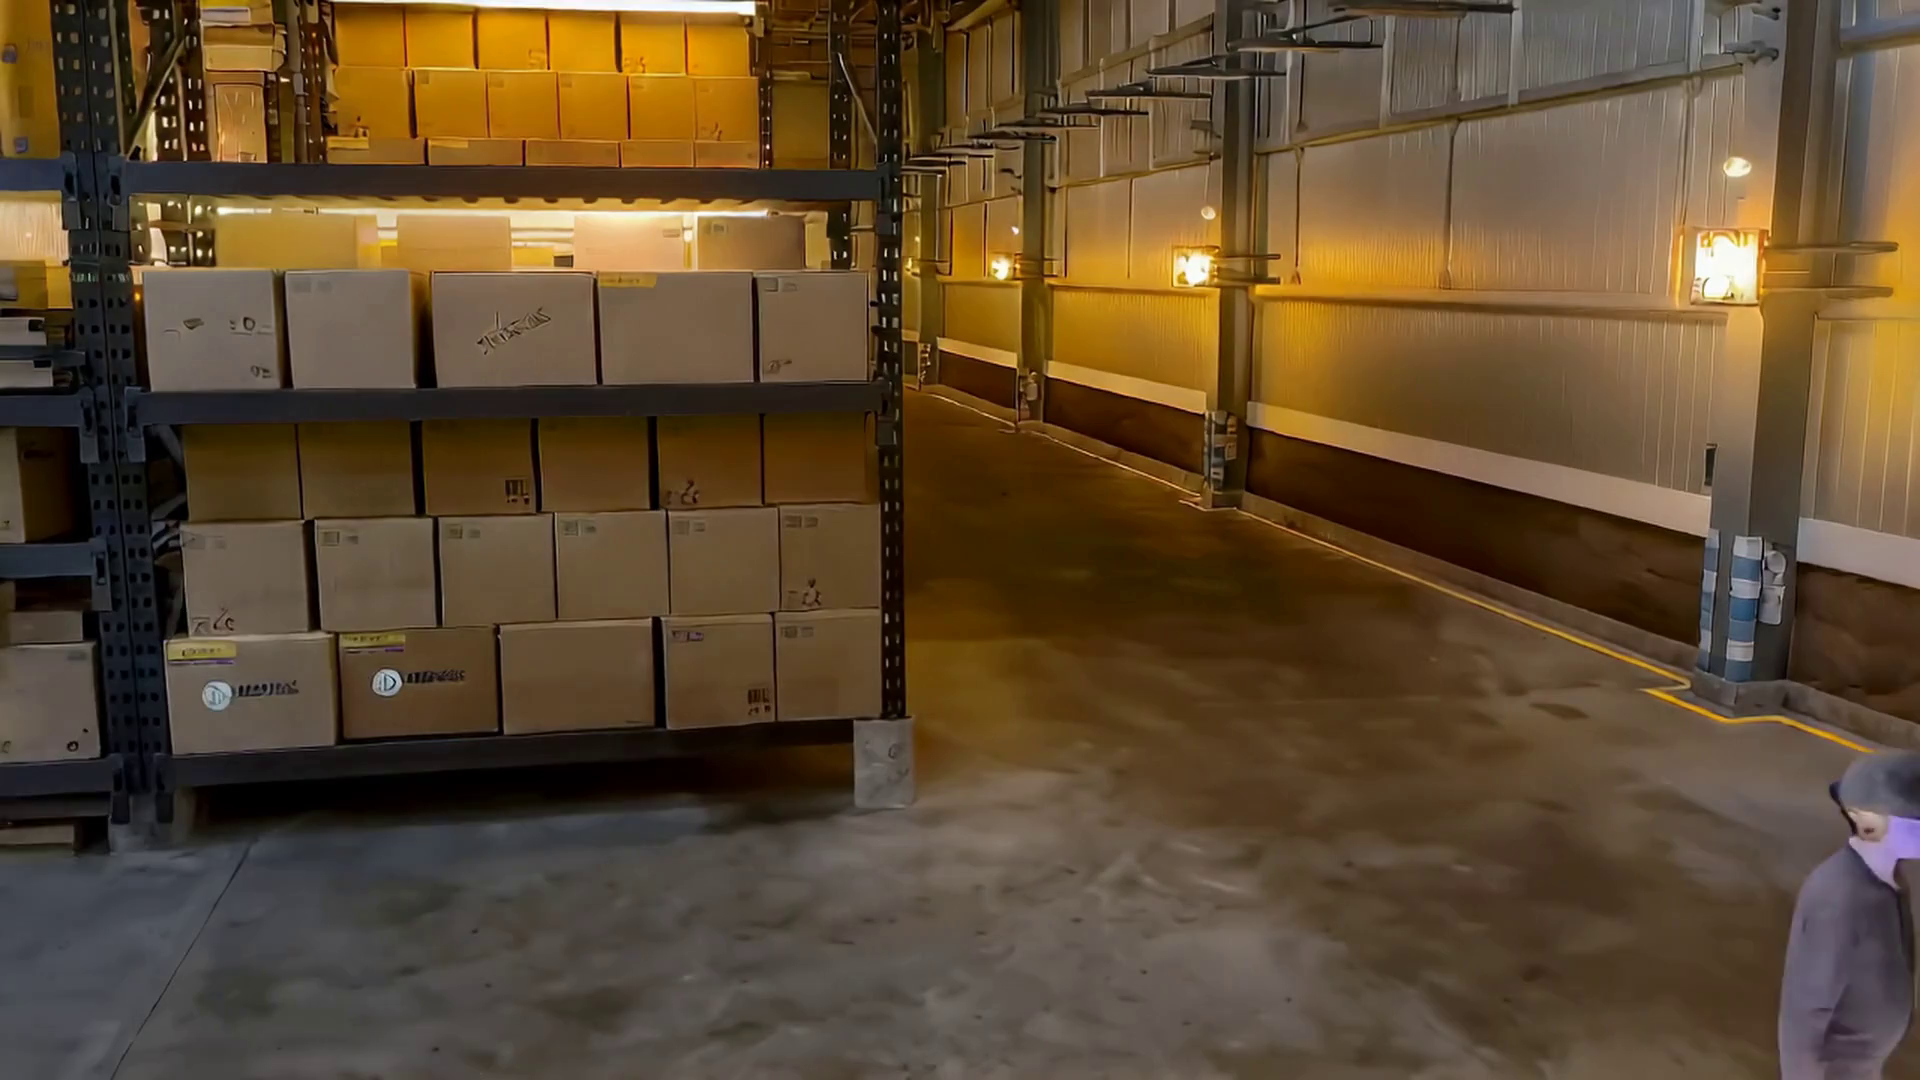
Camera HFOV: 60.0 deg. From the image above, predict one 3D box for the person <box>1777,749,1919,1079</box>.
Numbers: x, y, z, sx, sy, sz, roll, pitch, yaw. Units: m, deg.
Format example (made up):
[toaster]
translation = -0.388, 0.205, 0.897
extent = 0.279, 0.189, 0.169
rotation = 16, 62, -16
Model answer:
[person]
translation = 2.424, 1.415, 4.622
extent = 0.478, 1.742, 0.594
rotation = 8, 12, 41
